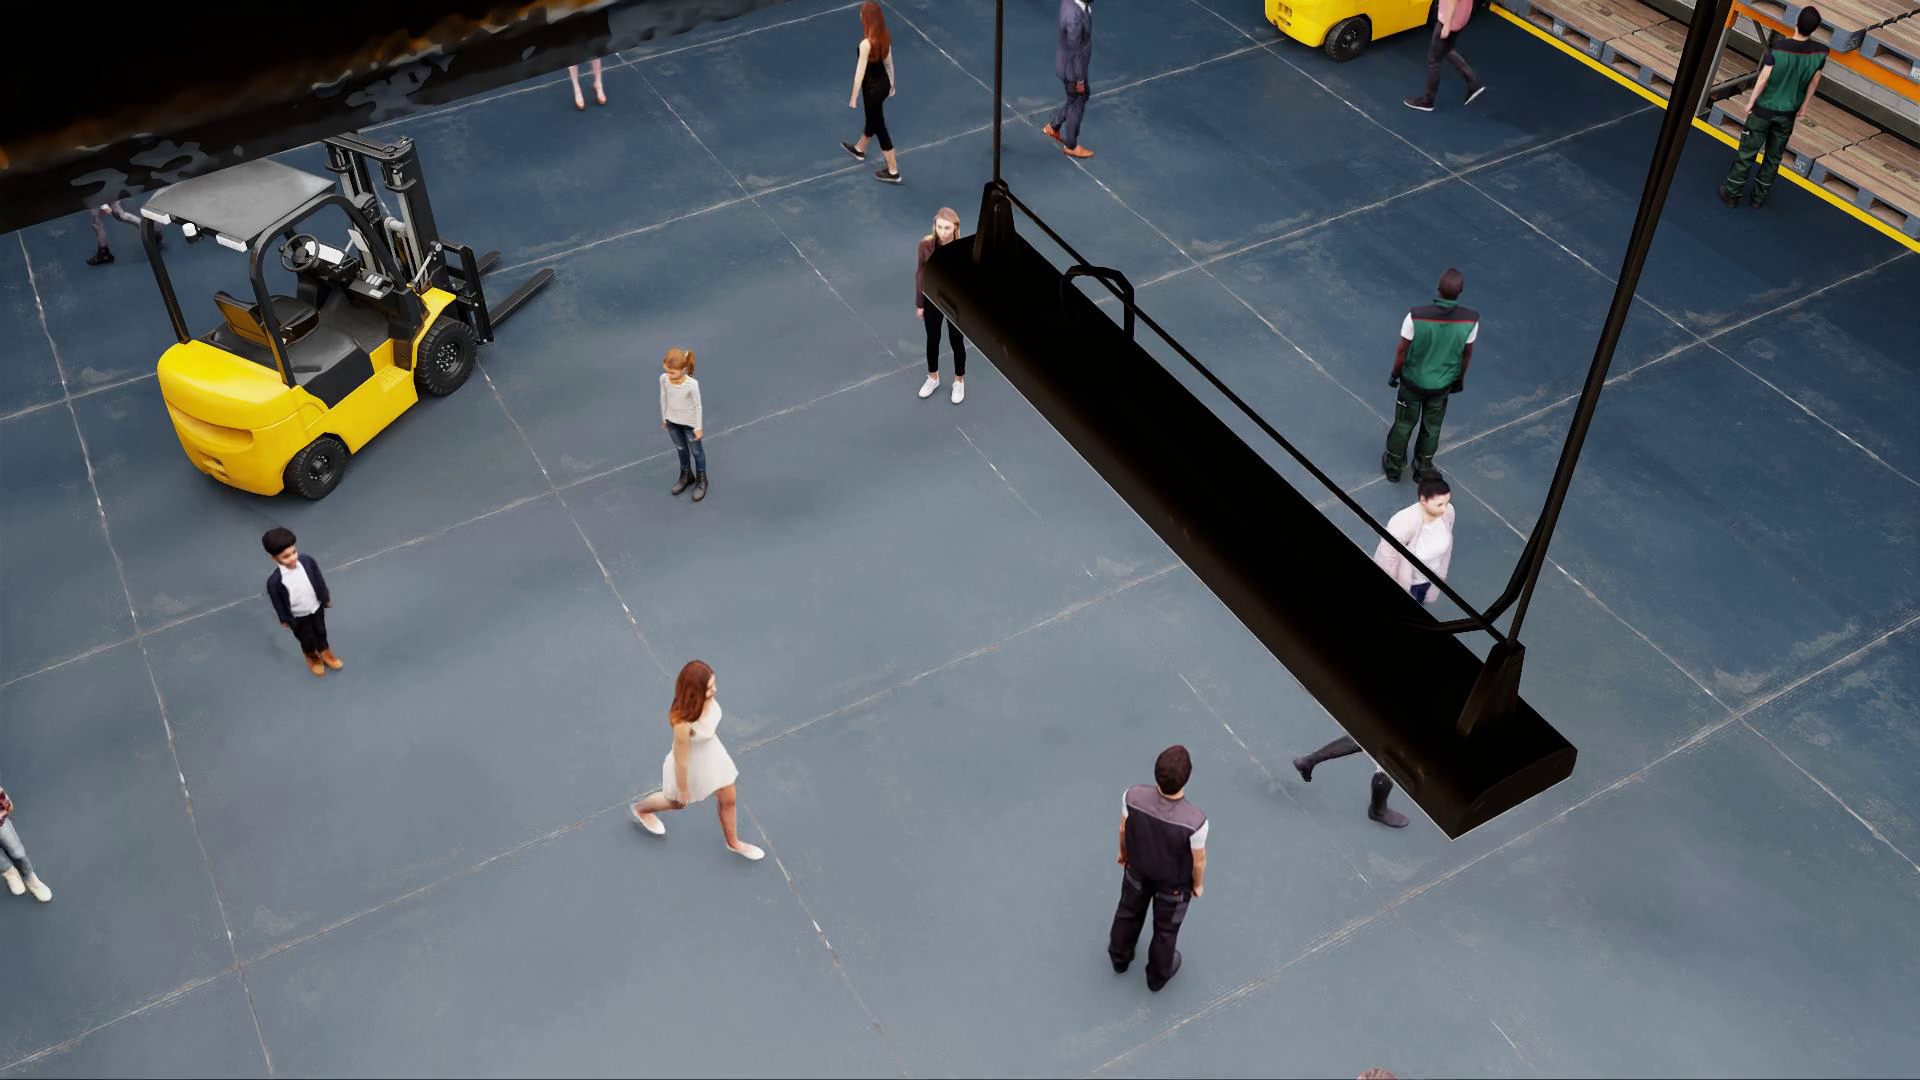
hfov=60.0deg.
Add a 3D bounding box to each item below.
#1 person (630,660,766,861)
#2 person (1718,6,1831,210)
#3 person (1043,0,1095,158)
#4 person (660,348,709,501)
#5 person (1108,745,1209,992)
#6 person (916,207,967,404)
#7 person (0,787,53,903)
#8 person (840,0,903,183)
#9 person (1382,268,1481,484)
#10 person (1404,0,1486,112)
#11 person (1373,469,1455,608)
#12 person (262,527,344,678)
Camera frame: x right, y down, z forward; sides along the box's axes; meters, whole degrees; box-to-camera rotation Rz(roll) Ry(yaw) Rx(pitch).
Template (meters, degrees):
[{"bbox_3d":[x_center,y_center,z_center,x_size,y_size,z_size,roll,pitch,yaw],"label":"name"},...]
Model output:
[{"bbox_3d":[-1.603,1.250,9.613,1.151,1.669,0.965,19,47,18],"label":"person"},{"bbox_3d":[7.252,-3.833,14.780,0.759,1.901,0.779,4,44,4],"label":"person"},{"bbox_3d":[0.971,-4.377,15.420,0.924,1.806,0.845,0,44,0],"label":"person"},{"bbox_3d":[-1.999,-0.866,12.091,0.547,1.314,0.617,17,46,17],"label":"person"},{"bbox_3d":[1.068,1.770,8.941,0.702,1.843,0.813,23,48,22],"label":"person"},{"bbox_3d":[-0.112,-1.821,12.812,0.659,1.703,0.726,12,45,12],"label":"person"},{"bbox_3d":[-5.660,1.571,9.547,0.606,1.295,0.672,-31,52,-28],"label":"person"},{"bbox_3d":[-0.699,-4.052,15.155,1.082,1.701,0.917,21,47,20],"label":"person"},{"bbox_3d":[3.380,-1.171,12.030,0.793,1.841,0.817,4,44,5],"label":"person"},{"bbox_3d":[4.815,-4.993,15.966,1.077,1.945,0.923,22,48,21],"label":"person"},{"bbox_3d":[2.825,0.164,10.715,0.691,1.720,0.956,-19,47,-19],"label":"person"},{"bbox_3d":[-4.327,0.385,10.849,0.568,1.216,0.564,31,51,28],"label":"person"}]
